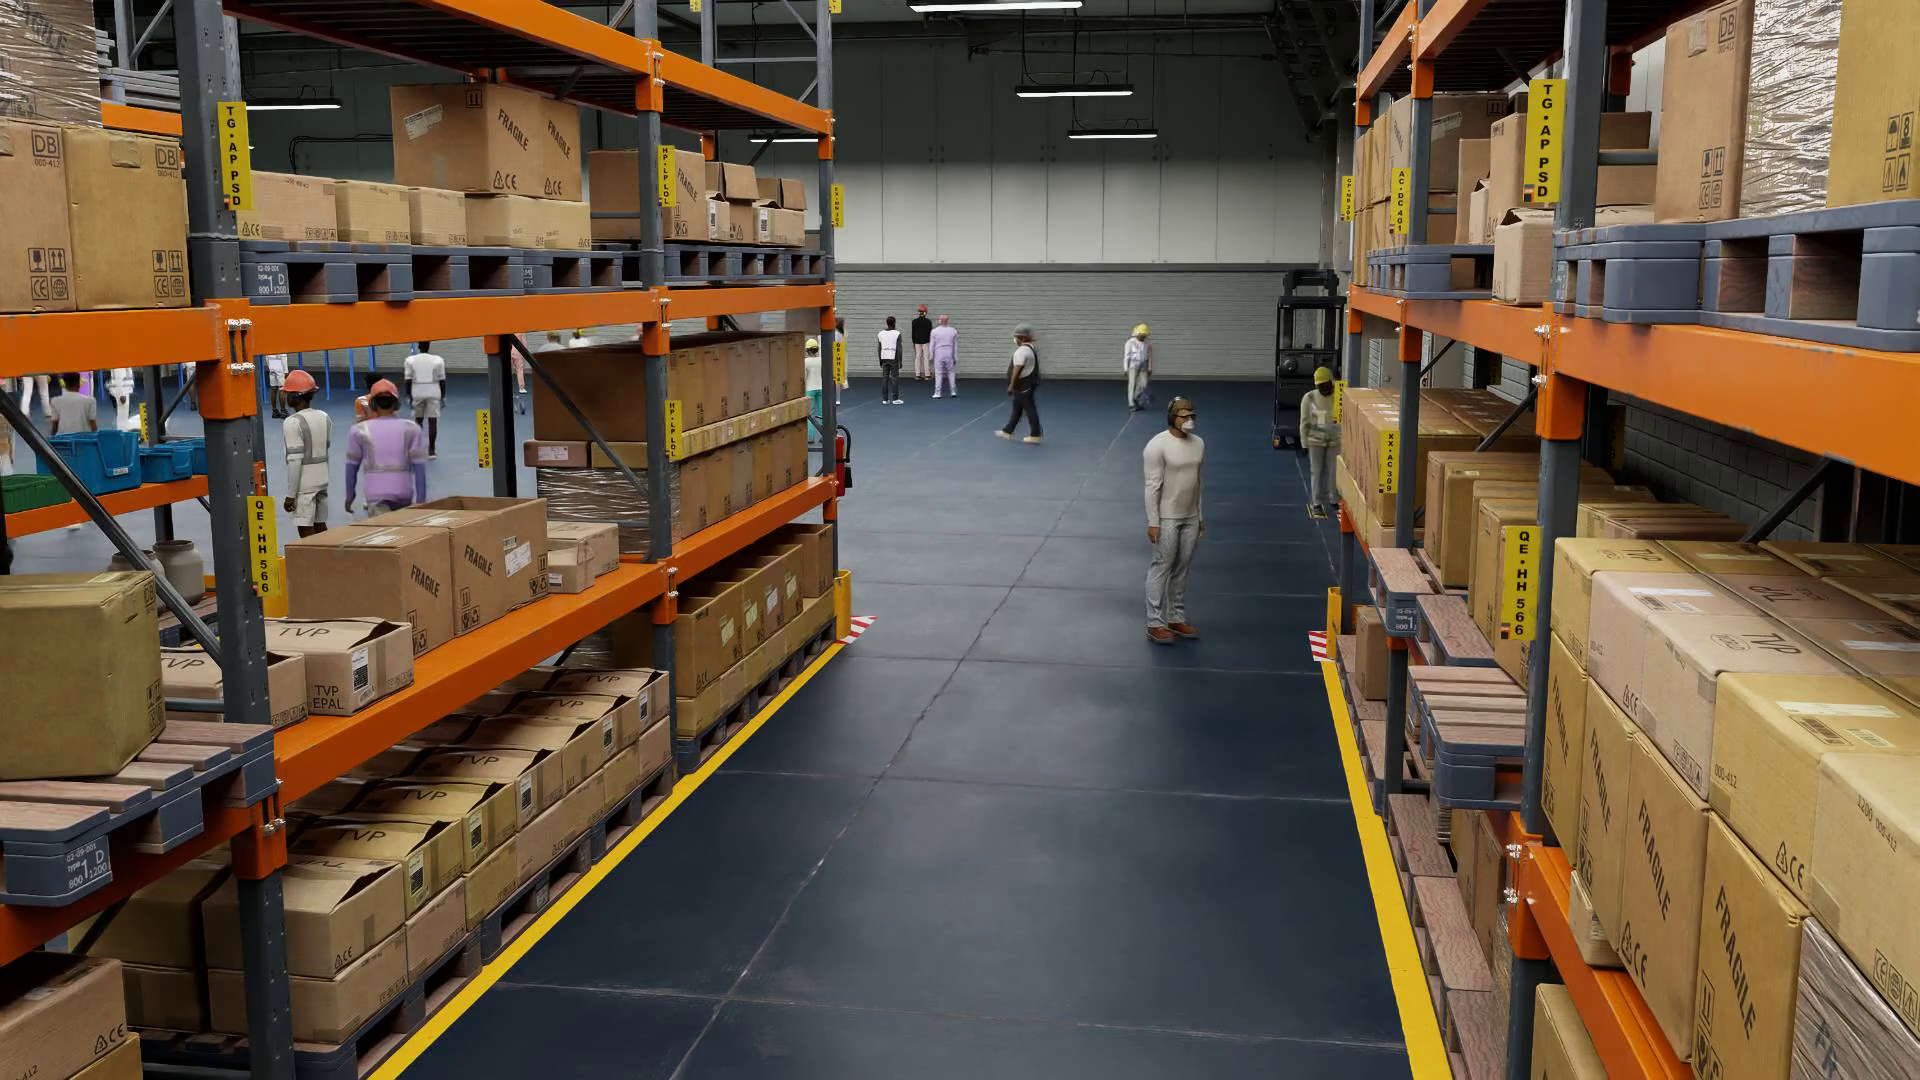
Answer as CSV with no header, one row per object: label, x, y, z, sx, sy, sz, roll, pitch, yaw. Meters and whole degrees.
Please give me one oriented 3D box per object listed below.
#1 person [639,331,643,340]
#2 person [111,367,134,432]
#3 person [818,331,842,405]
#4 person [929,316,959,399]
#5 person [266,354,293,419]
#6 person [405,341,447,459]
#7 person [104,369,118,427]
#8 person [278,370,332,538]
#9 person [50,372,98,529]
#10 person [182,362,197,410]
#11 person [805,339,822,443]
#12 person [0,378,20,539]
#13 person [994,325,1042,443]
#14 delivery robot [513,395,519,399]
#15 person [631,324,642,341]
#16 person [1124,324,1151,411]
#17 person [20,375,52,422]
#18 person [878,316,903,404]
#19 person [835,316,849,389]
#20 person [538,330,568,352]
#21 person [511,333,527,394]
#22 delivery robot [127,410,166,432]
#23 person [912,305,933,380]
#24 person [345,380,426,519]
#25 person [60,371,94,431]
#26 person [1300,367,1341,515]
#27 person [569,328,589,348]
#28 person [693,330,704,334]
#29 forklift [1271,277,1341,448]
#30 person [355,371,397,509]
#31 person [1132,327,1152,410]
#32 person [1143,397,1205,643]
person,-5.875,-2.977,30.893,0.530,1.815,0.840,7,11,36
person,-13.699,-2.420,27.225,0.337,1.880,0.583,-4,10,-23
person,-2.831,-3.883,36.112,0.588,1.928,0.383,-6,11,-35
person,-0.341,-4.208,38.333,0.735,1.882,0.539,-2,9,-10
person,-13.529,-3.388,33.039,0.544,1.936,0.359,5,11,30
person,-8.340,-2.255,26.009,0.604,1.945,0.588,-2,9,-12
person,-15.780,-2.929,30.991,0.545,1.681,0.543,-2,9,-9
person,-5.810,-0.482,14.770,0.369,2.048,0.607,1,9,8
person,-10.111,-1.050,19.055,0.552,1.808,0.975,-2,9,-14
person,-16.071,-3.706,35.000,0.552,1.932,0.377,-2,10,-15
person,-2.496,-2.527,28.248,0.525,1.769,0.327,-7,11,-35
person,-10.659,-0.967,18.307,0.551,1.877,1.050,-9,13,-42
person,0.986,-2.668,28.405,0.972,2.000,0.704,3,10,17
delivery robot,-9.209,-3.017,34.035,0.335,0.223,0.698,-4,10,-21
person,-7.628,-4.349,39.879,0.523,1.638,0.310,2,9,10
person,3.715,-3.606,34.785,0.670,1.802,0.488,-4,10,-25
person,-17.947,-3.256,32.199,0.650,1.952,1.018,-1,9,-8
person,-1.537,-3.958,36.610,0.590,1.918,0.399,5,11,29
person,-3.063,-4.645,41.219,0.638,1.804,0.737,-8,12,-39
person,-7.022,-2.701,28.921,0.641,1.911,0.637,3,10,17
person,-10.639,-4.444,39.643,0.652,1.906,0.402,-1,9,-5
delivery robot,-13.965,-1.976,28.418,0.477,0.478,0.707,8,12,41
person,-0.999,-5.308,44.709,0.609,1.991,0.388,4,10,23
person,-4.966,-0.387,14.381,0.644,1.969,1.060,-4,10,-25
person,-13.936,-2.284,26.222,0.356,1.936,0.551,5,10,26
person,4.343,-1.182,19.873,0.611,1.790,0.557,0,9,-2
person,-7.848,-3.581,34.497,0.517,1.850,0.798,3,10,20
person,-4.785,-2.946,30.658,0.637,1.820,0.566,4,10,24
forklift,5.847,-3.016,27.970,1.129,2.768,1.873,1,9,9
person,-7.178,-1.232,20.475,0.533,1.697,0.319,-9,13,-44
person,3.874,-3.635,35.163,0.622,1.743,0.536,-8,12,-39
person,1.704,-0.168,13.164,0.635,1.937,0.353,-8,12,-41
